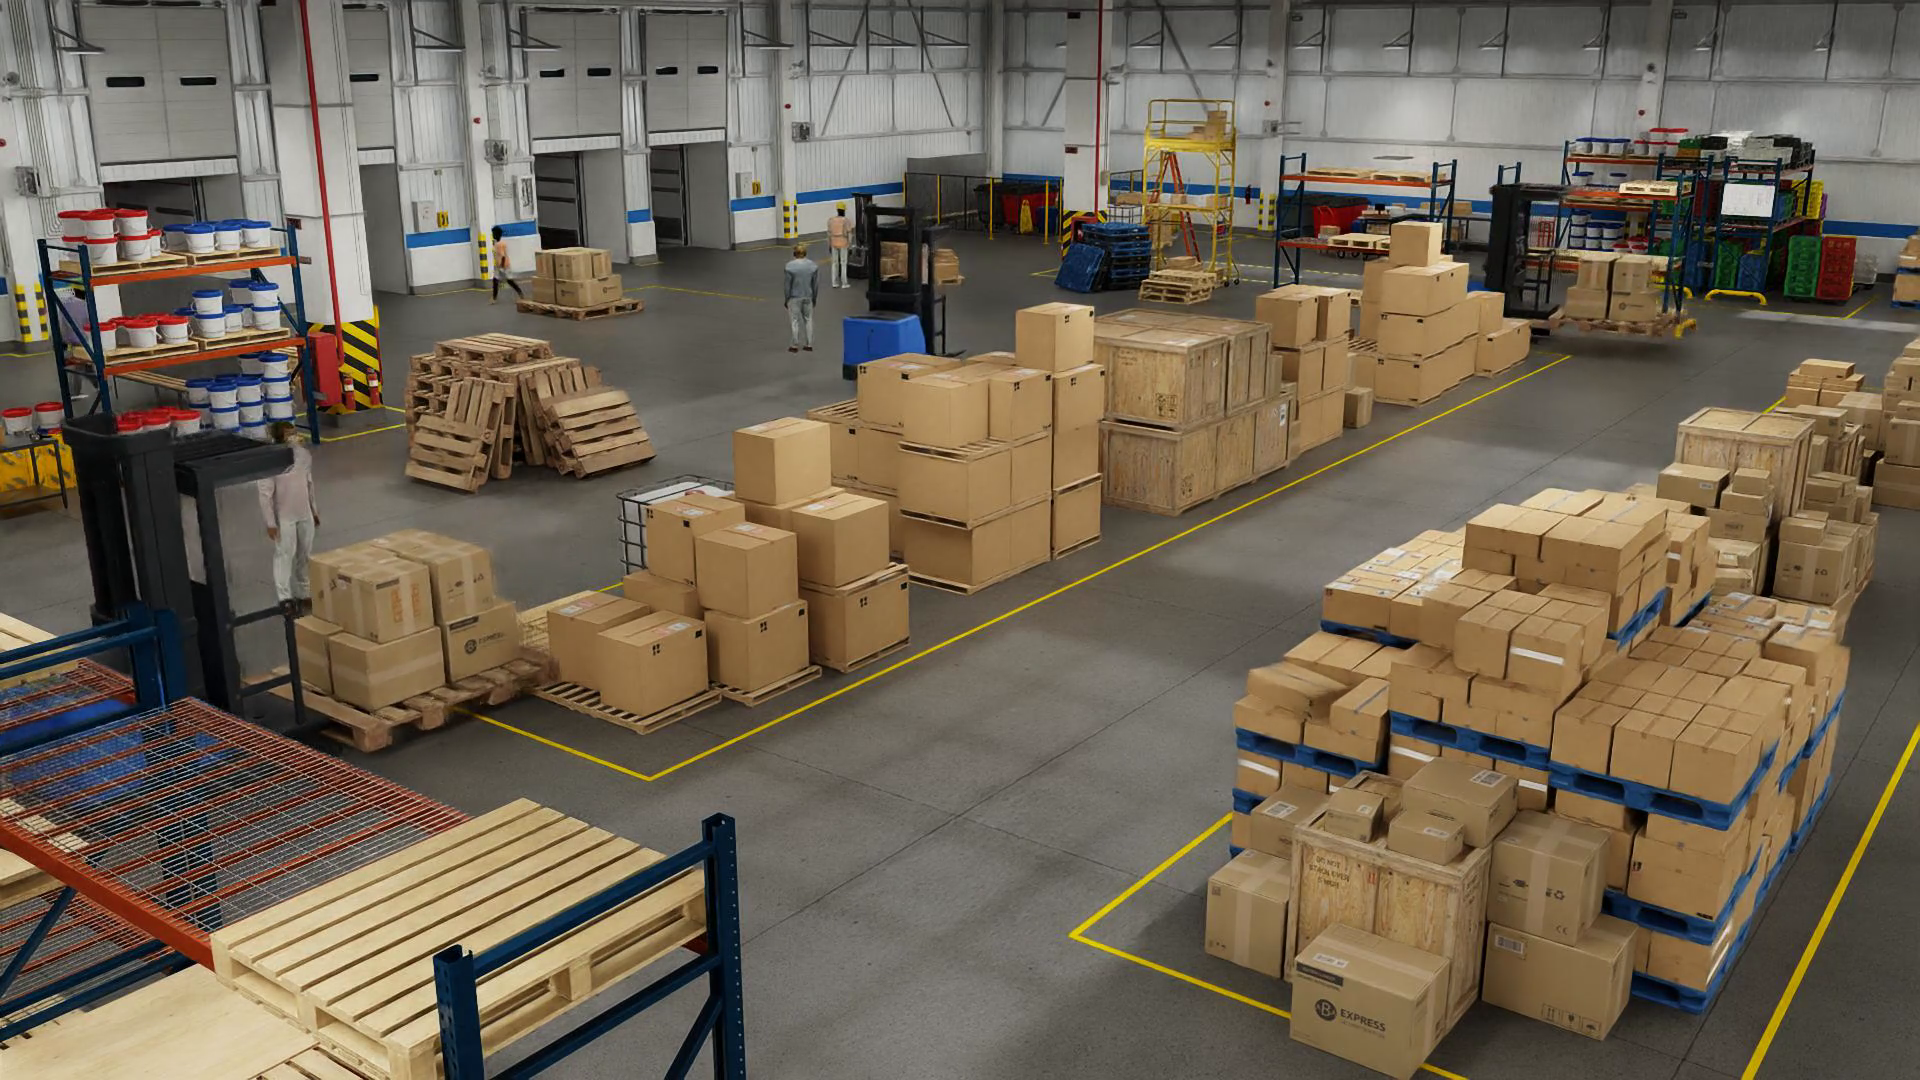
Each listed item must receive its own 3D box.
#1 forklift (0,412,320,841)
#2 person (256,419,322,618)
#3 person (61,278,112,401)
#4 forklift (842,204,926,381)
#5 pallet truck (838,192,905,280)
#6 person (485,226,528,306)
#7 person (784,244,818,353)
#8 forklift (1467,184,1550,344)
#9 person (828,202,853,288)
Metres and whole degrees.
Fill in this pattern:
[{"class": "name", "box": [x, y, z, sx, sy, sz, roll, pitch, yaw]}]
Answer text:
[{"class": "forklift", "box": [-5.953, 0.509, 12.088, 1.129, 2.768, 1.873, 12, 21, 35]}, {"class": "person", "box": [-6.478, -0.220, 16.121, 0.357, 1.935, 0.643, 7, 18, 23]}, {"class": "person", "box": [-13.577, -3.143, 25.887, 0.616, 1.876, 0.916, 7, 18, 23]}, {"class": "forklift", "box": [-1.076, -4.080, 27.285, 1.129, 2.768, 1.873, 8, 18, 24]}, {"class": "pallet truck", "box": [-1.936, -7.159, 38.982, 1.885, 1.965, 0.823, -12, 21, -34]}, {"class": "person", "box": [-9.561, -5.760, 34.942, 0.853, 1.666, 0.537, -11, 20, -33]}, {"class": "person", "box": [-2.829, -4.308, 29.672, 0.635, 1.927, 0.372, -8, 19, -26]}, {"class": "forklift", "box": [10.012, -5.170, 30.895, 1.873, 2.768, 1.129, 9, 19, 29]}, {"class": "person", "box": [-2.672, -6.613, 37.322, 0.601, 1.915, 0.423, 5, 18, 18]}]
